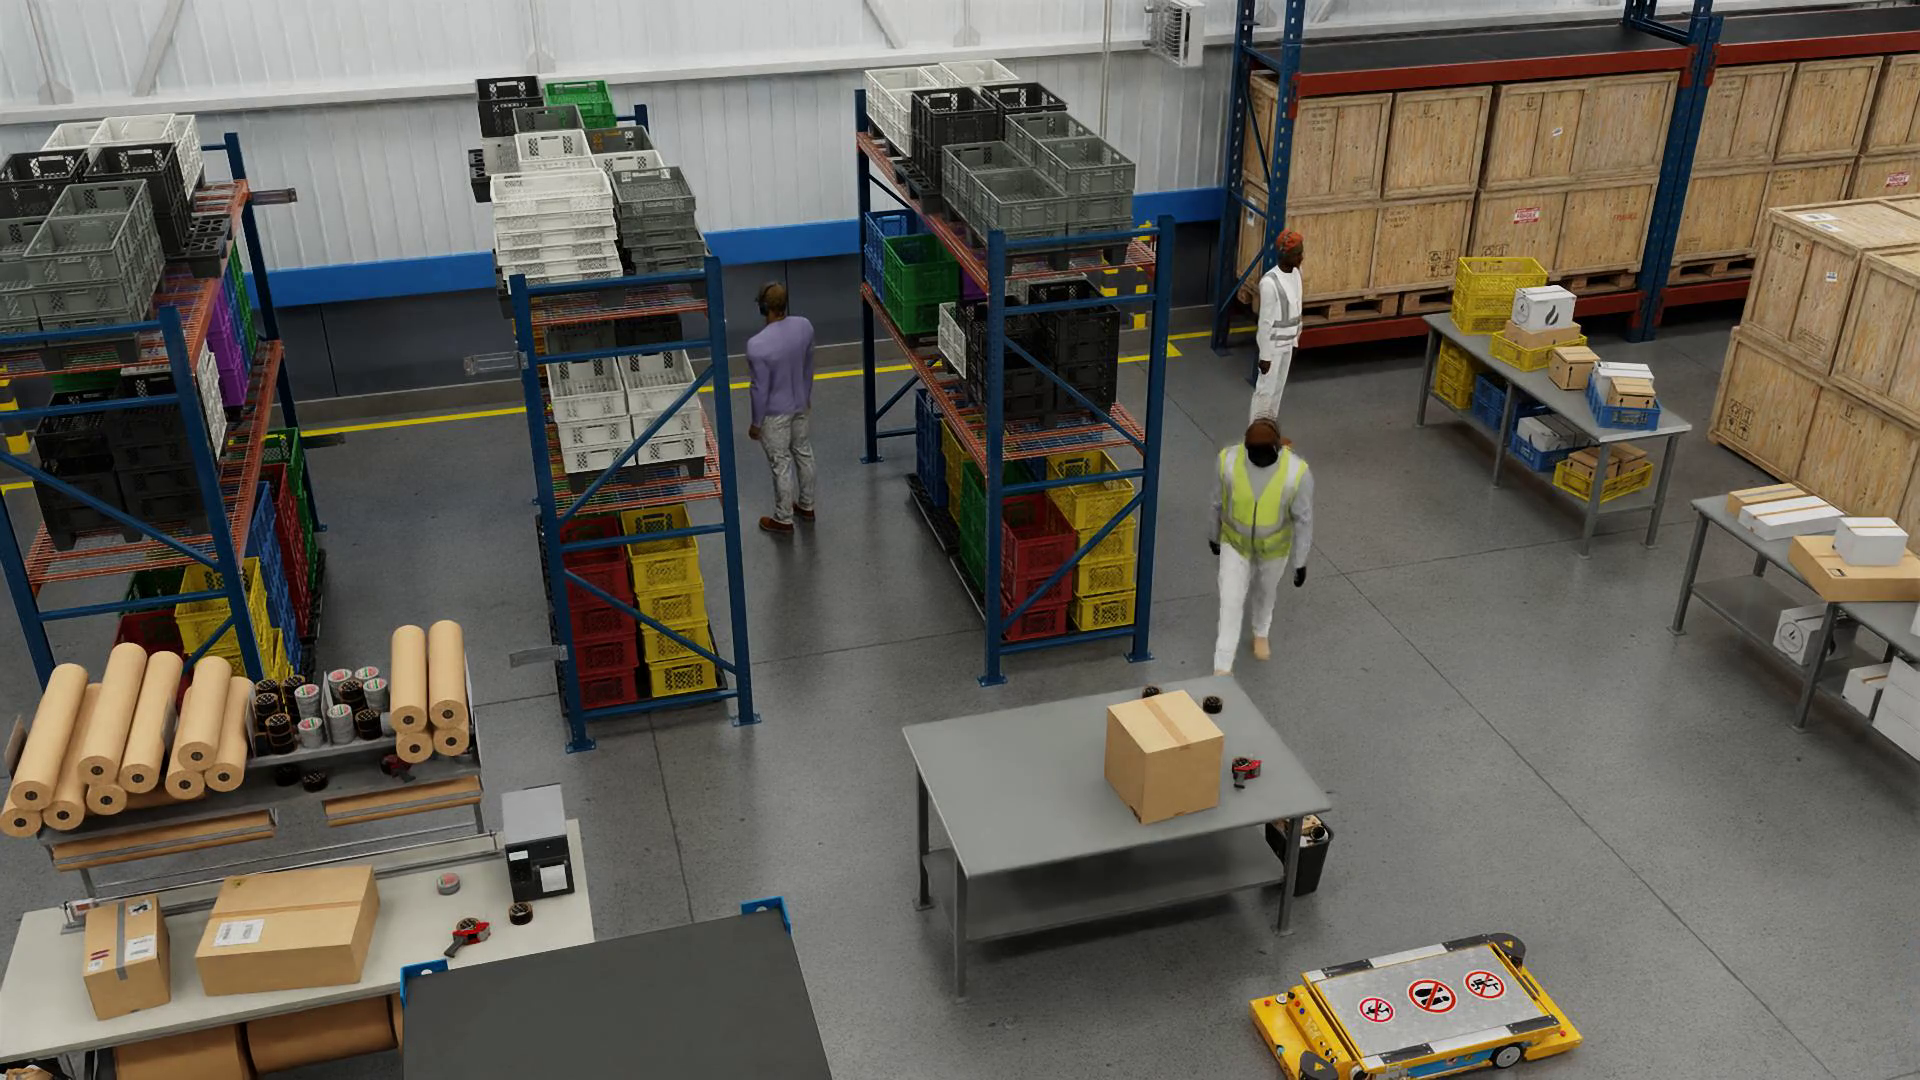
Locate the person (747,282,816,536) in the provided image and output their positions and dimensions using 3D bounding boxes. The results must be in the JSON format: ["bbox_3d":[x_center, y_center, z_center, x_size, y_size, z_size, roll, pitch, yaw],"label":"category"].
[{"bbox_3d":[-1.304,-0.960,12.160,0.371,1.940,0.627,21,35,33],"label":"person"}]

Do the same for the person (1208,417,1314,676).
[{"bbox_3d":[1.861,0.074,10.422,0.656,1.789,0.912,7,29,12],"label":"person"}]

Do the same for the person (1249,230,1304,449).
[{"bbox_3d":[2.549,-1.563,13.313,0.341,1.882,0.587,18,33,29],"label":"person"}]

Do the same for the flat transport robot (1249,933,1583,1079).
[{"bbox_3d":[2.184,2.282,7.980,1.431,0.197,0.652,-8,30,-14],"label":"flat transport robot"}]
